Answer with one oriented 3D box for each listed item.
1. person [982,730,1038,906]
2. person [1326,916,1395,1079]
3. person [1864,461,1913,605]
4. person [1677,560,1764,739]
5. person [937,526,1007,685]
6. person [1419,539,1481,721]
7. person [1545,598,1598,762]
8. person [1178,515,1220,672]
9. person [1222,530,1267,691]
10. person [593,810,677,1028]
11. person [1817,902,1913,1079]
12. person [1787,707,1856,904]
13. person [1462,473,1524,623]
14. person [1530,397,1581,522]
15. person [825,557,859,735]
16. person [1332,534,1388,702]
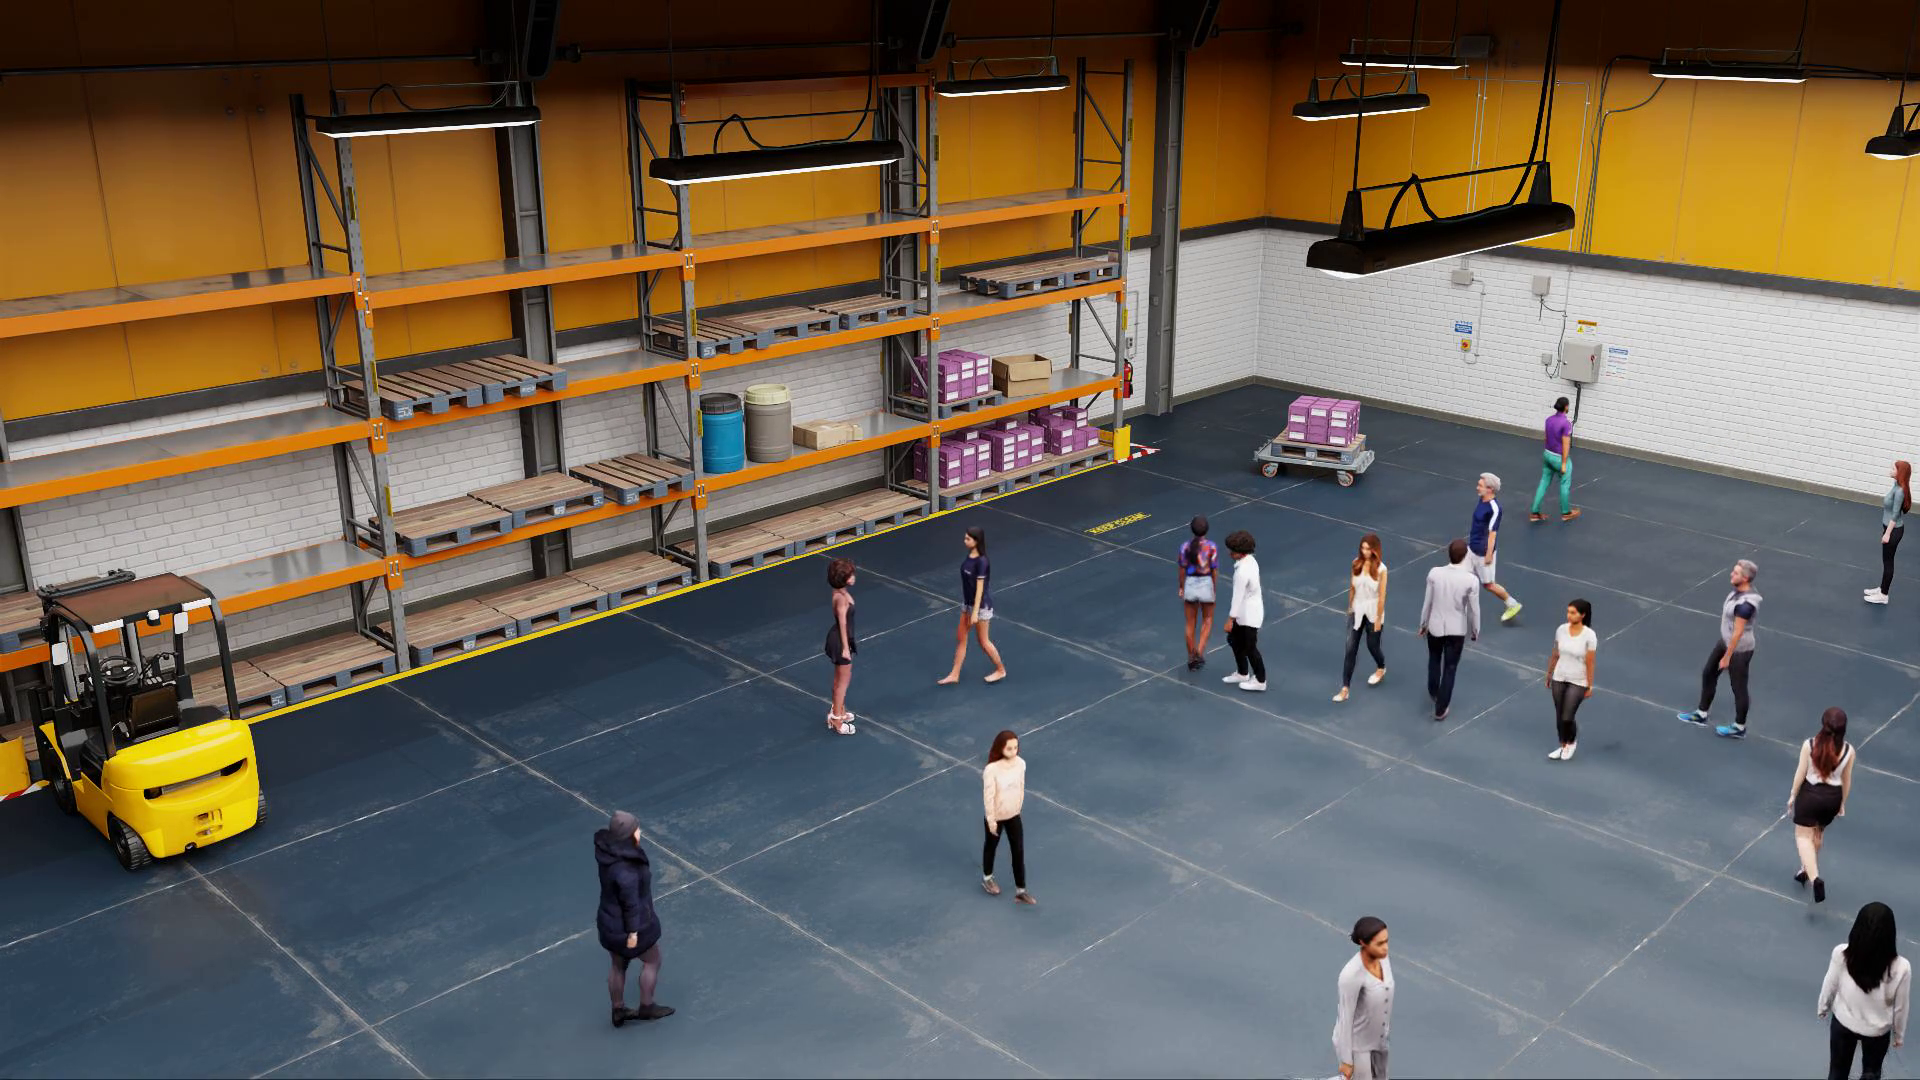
[{"bbox_3d":[0.306,2.195,13.393,0.842,1.456,0.775,-9,21,-26],"label":"person"},{"bbox_3d":[2.429,3.083,10.344,0.817,1.718,0.687,-17,25,-41],"label":"person"},{"bbox_3d":[11.067,-0.100,19.757,0.686,1.743,0.556,11,21,29],"label":"person"},{"bbox_3d":[7.645,1.073,16.169,0.996,1.811,0.959,5,19,14],"label":"person"},{"bbox_3d":[0.252,0.703,17.381,1.062,1.738,0.882,-5,19,-16],"label":"person"},{"bbox_3d":[4.844,0.919,16.604,0.877,1.824,1.022,10,21,27],"label":"person"},{"bbox_3d":[5.823,1.317,15.721,0.628,1.635,0.623,-13,22,-33],"label":"person"},{"bbox_3d":[2.526,0.599,17.700,0.712,1.731,0.750,5,19,15],"label":"person"},{"bbox_3d":[3.032,0.748,17.201,0.906,1.767,0.842,8,20,22],"label":"person"},{"bbox_3d":[-2.412,2.726,11.660,0.758,1.555,0.734,-12,22,-32],"label":"person"},{"bbox_3d":[5.634,3.072,10.418,0.724,1.693,0.728,10,21,28],"label":"person"},{"bbox_3d":[6.862,2.143,13.278,0.900,1.629,1.033,3,19,9],"label":"person"},{"bbox_3d":[6.048,0.121,18.992,1.193,1.813,1.091,-1,19,-4],"label":"person"},{"bbox_3d":[8.048,-1.070,22.643,1.090,1.741,0.848,-9,21,-25],"label":"person"},{"bbox_3d":[-1.172,1.019,16.352,0.719,1.797,0.674,-3,19,-8],"label":"person"},{"bbox_3d":[4.255,0.780,17.152,0.633,1.738,1.148,17,25,40],"label":"person"}]
